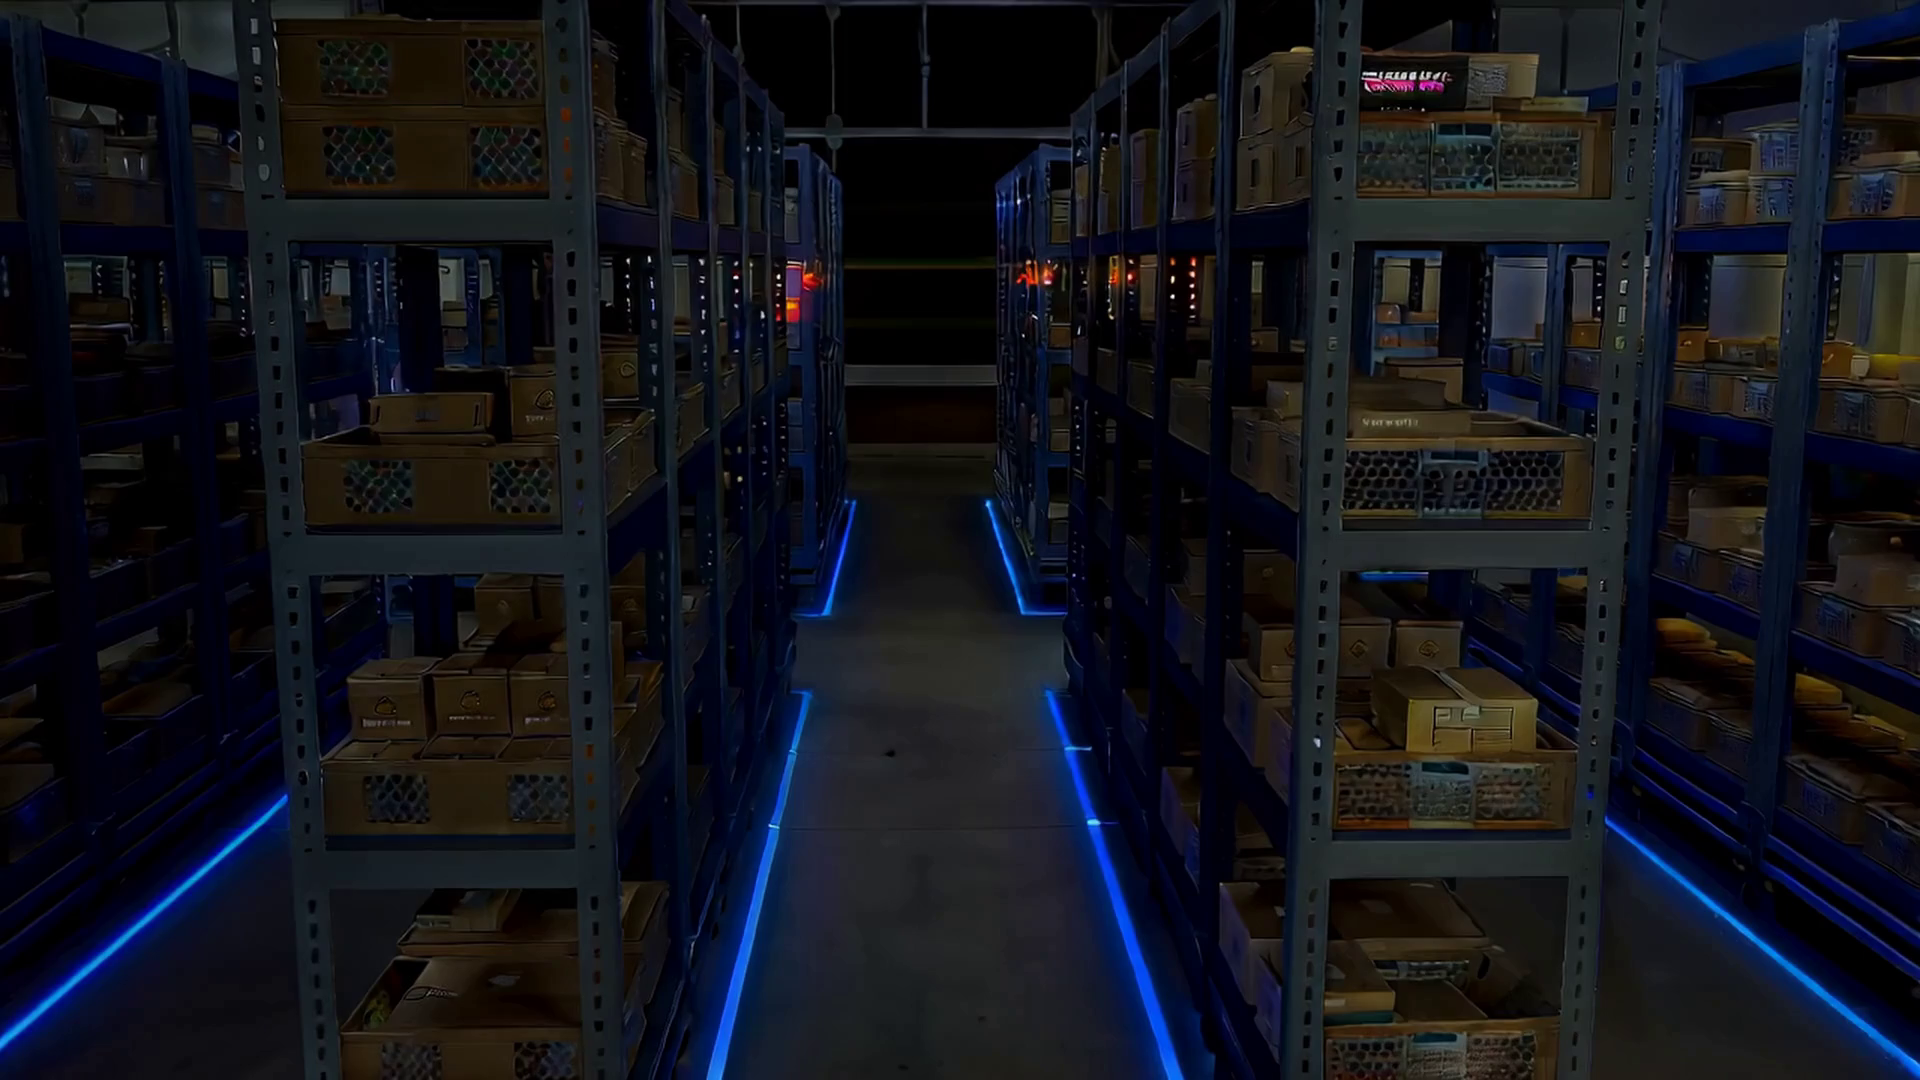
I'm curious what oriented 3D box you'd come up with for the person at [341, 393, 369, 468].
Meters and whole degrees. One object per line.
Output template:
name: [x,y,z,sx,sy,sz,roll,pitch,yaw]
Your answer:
person: [-5.423,-0.755,15.123,0.569,1.942,0.819,-2,10,-11]
